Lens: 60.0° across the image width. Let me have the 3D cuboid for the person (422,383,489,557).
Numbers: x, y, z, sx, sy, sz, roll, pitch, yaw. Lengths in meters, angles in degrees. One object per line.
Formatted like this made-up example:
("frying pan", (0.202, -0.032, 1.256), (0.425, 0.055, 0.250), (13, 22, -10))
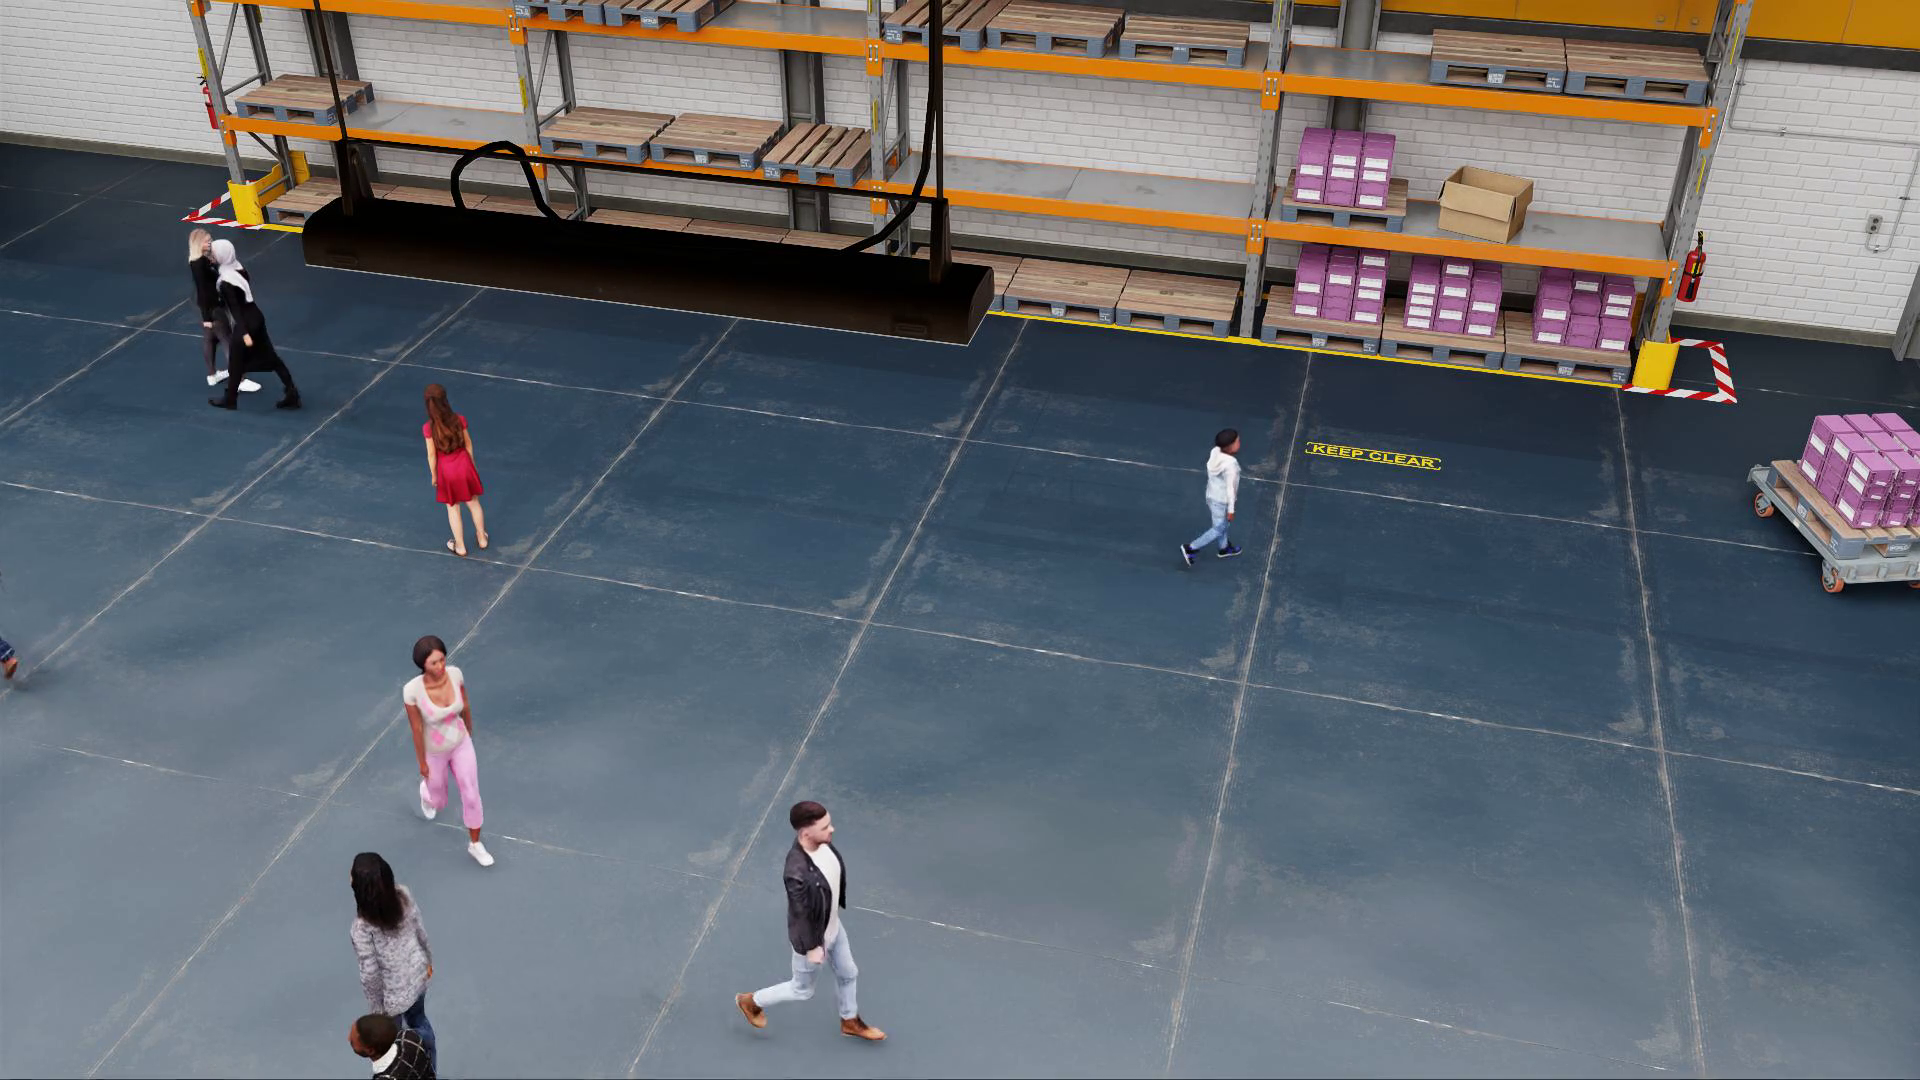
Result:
("person", (-4.173, -0.583, 13.716), (0.687, 1.552, 0.747), (-19, 38, -26))

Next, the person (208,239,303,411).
("person", (-6.590, -1.982, 15.651), (1.150, 1.740, 0.822), (0, 34, 0))

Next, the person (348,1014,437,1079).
("person", (-2.553, 2.972, 8.151), (0.962, 1.791, 0.709), (7, 34, 10))

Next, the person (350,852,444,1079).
("person", (-2.992, 2.437, 9.026), (0.861, 1.714, 0.742), (12, 35, 17))

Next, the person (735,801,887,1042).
("person", (-0.889, 2.184, 9.324), (1.086, 1.806, 0.661), (9, 35, 13))

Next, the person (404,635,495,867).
("person", (-3.350, 1.322, 10.697), (0.896, 1.723, 1.038), (-26, 41, -33))

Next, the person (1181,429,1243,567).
("person", (2.087, -0.342, 13.631), (0.877, 1.245, 0.741), (-10, 35, -15))

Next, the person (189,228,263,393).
("person", (-7.264, -2.222, 16.080), (0.907, 1.665, 0.819), (-9, 35, -14))
